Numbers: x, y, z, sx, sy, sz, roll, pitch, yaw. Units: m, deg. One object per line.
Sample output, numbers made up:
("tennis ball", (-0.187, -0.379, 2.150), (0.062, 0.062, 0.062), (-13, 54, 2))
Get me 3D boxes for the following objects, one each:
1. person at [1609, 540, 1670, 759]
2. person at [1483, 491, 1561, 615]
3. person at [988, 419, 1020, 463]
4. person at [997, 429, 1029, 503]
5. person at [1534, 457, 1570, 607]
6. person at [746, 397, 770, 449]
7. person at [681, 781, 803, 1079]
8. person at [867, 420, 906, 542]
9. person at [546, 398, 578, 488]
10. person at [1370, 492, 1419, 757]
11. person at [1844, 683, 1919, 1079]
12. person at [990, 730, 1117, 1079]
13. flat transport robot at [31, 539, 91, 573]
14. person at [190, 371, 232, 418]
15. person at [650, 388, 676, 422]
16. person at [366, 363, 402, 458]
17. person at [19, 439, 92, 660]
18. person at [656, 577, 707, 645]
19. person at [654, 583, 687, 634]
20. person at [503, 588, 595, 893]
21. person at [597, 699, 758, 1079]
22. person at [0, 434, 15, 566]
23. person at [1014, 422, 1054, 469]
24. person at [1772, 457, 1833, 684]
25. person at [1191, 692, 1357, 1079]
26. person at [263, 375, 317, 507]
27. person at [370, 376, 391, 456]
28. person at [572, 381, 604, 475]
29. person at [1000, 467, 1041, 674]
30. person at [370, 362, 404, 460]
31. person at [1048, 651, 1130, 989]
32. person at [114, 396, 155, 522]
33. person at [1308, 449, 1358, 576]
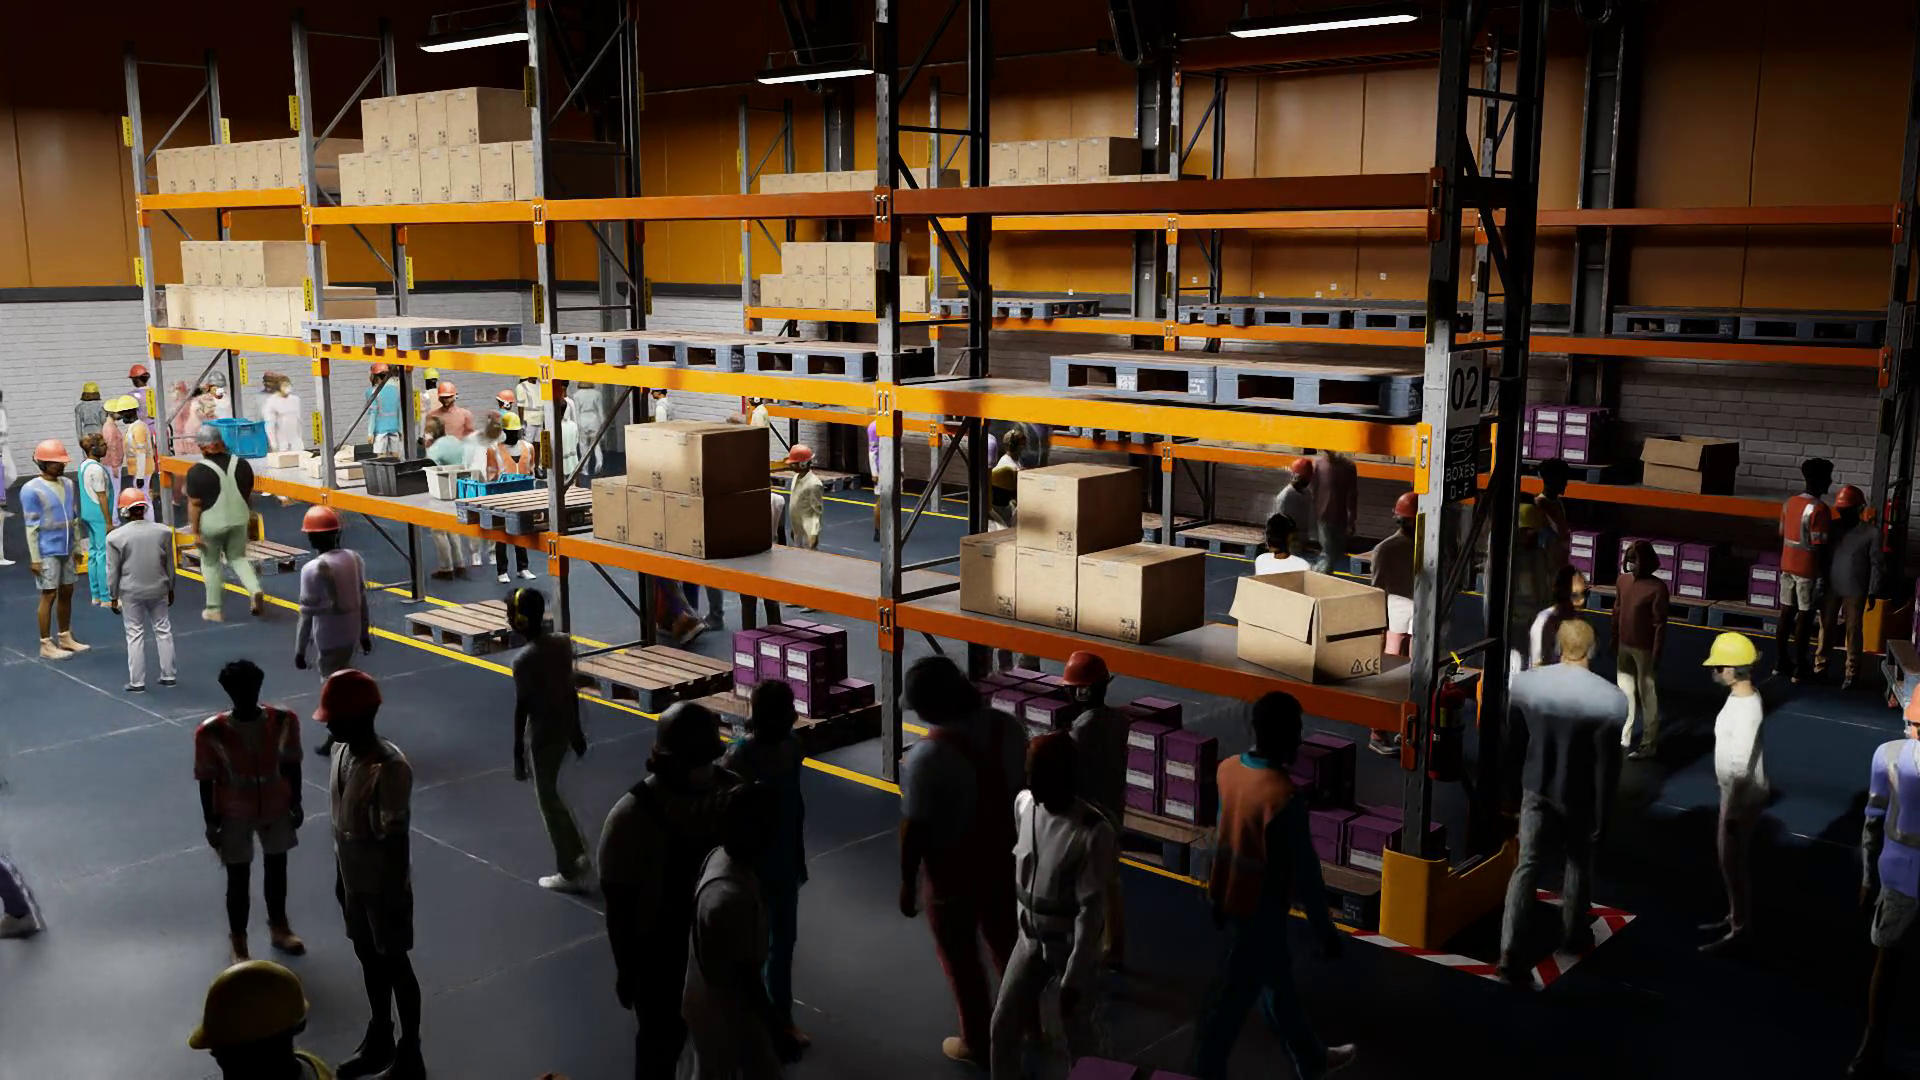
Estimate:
("person", (5.020, 0.804, 12.326), (0.277, 1.627, 0.502), (-4, 11, -21))
("person", (4.494, 0.511, 13.410), (0.432, 1.836, 0.618), (-9, 14, -43))
("person", (0.523, -0.947, 21.224), (0.607, 1.987, 0.417), (4, 11, 21))
("person", (0.533, -0.164, 16.906), (0.358, 1.938, 0.636), (0, 10, 0))
("person", (5.098, 0.253, 14.468), (0.367, 1.966, 0.606), (7, 12, 34))
("person", (-2.956, -1.386, 24.390), (0.354, 1.737, 0.574), (-1, 10, -5))
("person", (-0.764, 1.788, 6.276), (0.865, 1.800, 0.518), (-1, 10, -6))
("person", (-0.914, -0.911, 21.191), (0.390, 1.923, 0.549), (9, 14, 43))
("person", (-4.944, -0.826, 20.698), (0.391, 1.922, 0.593), (2, 10, 13))
("person", (3.305, 0.619, 12.355), (0.616, 1.986, 0.407), (-6, 12, -30))
("person", (4.275, 1.528, 7.355), (0.547, 1.934, 0.376), (9, 13, 41))
("person", (0.317, 1.677, 6.710), (0.816, 1.855, 0.580), (-8, 13, -39))
("flat transport robot", (-10.439, 0.177, 19.690), (0.652, 0.197, 1.431), (-9, 14, -43))
("person", (-10.450, -1.383, 23.513), (0.535, 2.000, 0.681), (8, 13, 39))
("person", (-4.192, -1.325, 23.485), (0.404, 1.942, 0.613), (0, 10, 0))
("person", (-8.690, -1.663, 25.088), (0.387, 2.041, 0.615), (7, 12, 34))
("person", (-8.263, 0.087, 15.236), (0.404, 2.035, 0.604), (2, 10, 11))
("person", (-2.695, 0.047, 15.927), (0.783, 1.896, 0.641), (6, 11, 29))
("person", (-2.894, -0.026, 16.224), (0.402, 1.908, 0.598), (-7, 12, -33))
("person", (-2.397, 1.169, 9.626), (0.415, 1.844, 0.552), (4, 11, 22))
("person", (-1.060, 1.600, 6.647), (0.537, 2.000, 0.692), (9, 14, 43))
("person", (-11.445, -0.497, 19.659), (0.521, 1.631, 0.324), (6, 12, 30))
("person", (0.919, -0.902, 21.062), (0.615, 1.947, 1.137), (-5, 11, -26))
("person", (7.350, 0.255, 14.459), (0.372, 1.966, 0.603), (-1, 10, -3))
("person", (1.409, 1.579, 7.210), (0.954, 1.872, 0.617), (-3, 10, -16))
("person", (-9.641, -1.410, 24.005), (0.801, 1.914, 0.655), (6, 11, 29))
("person", (-9.700, -1.949, 27.842), (0.312, 1.642, 0.512), (3, 10, 16))
("person", (-6.109, -1.916, 27.420), (0.518, 1.721, 0.552), (-6, 12, -29))
("person", (0.549, 0.299, 14.466), (0.359, 1.880, 0.575), (3, 10, 15))
("person", (-9.605, -2.033, 27.687), (0.967, 1.862, 0.647), (1, 10, 7))
("person", (0.653, 1.420, 8.505), (0.348, 1.743, 0.568), (6, 12, 31))
("person", (-10.371, -0.866, 20.960), (0.399, 1.912, 0.592), (-6, 12, -31))
("person", (3.780, -0.199, 17.166), (0.645, 1.926, 0.718), (-4, 11, -23))
